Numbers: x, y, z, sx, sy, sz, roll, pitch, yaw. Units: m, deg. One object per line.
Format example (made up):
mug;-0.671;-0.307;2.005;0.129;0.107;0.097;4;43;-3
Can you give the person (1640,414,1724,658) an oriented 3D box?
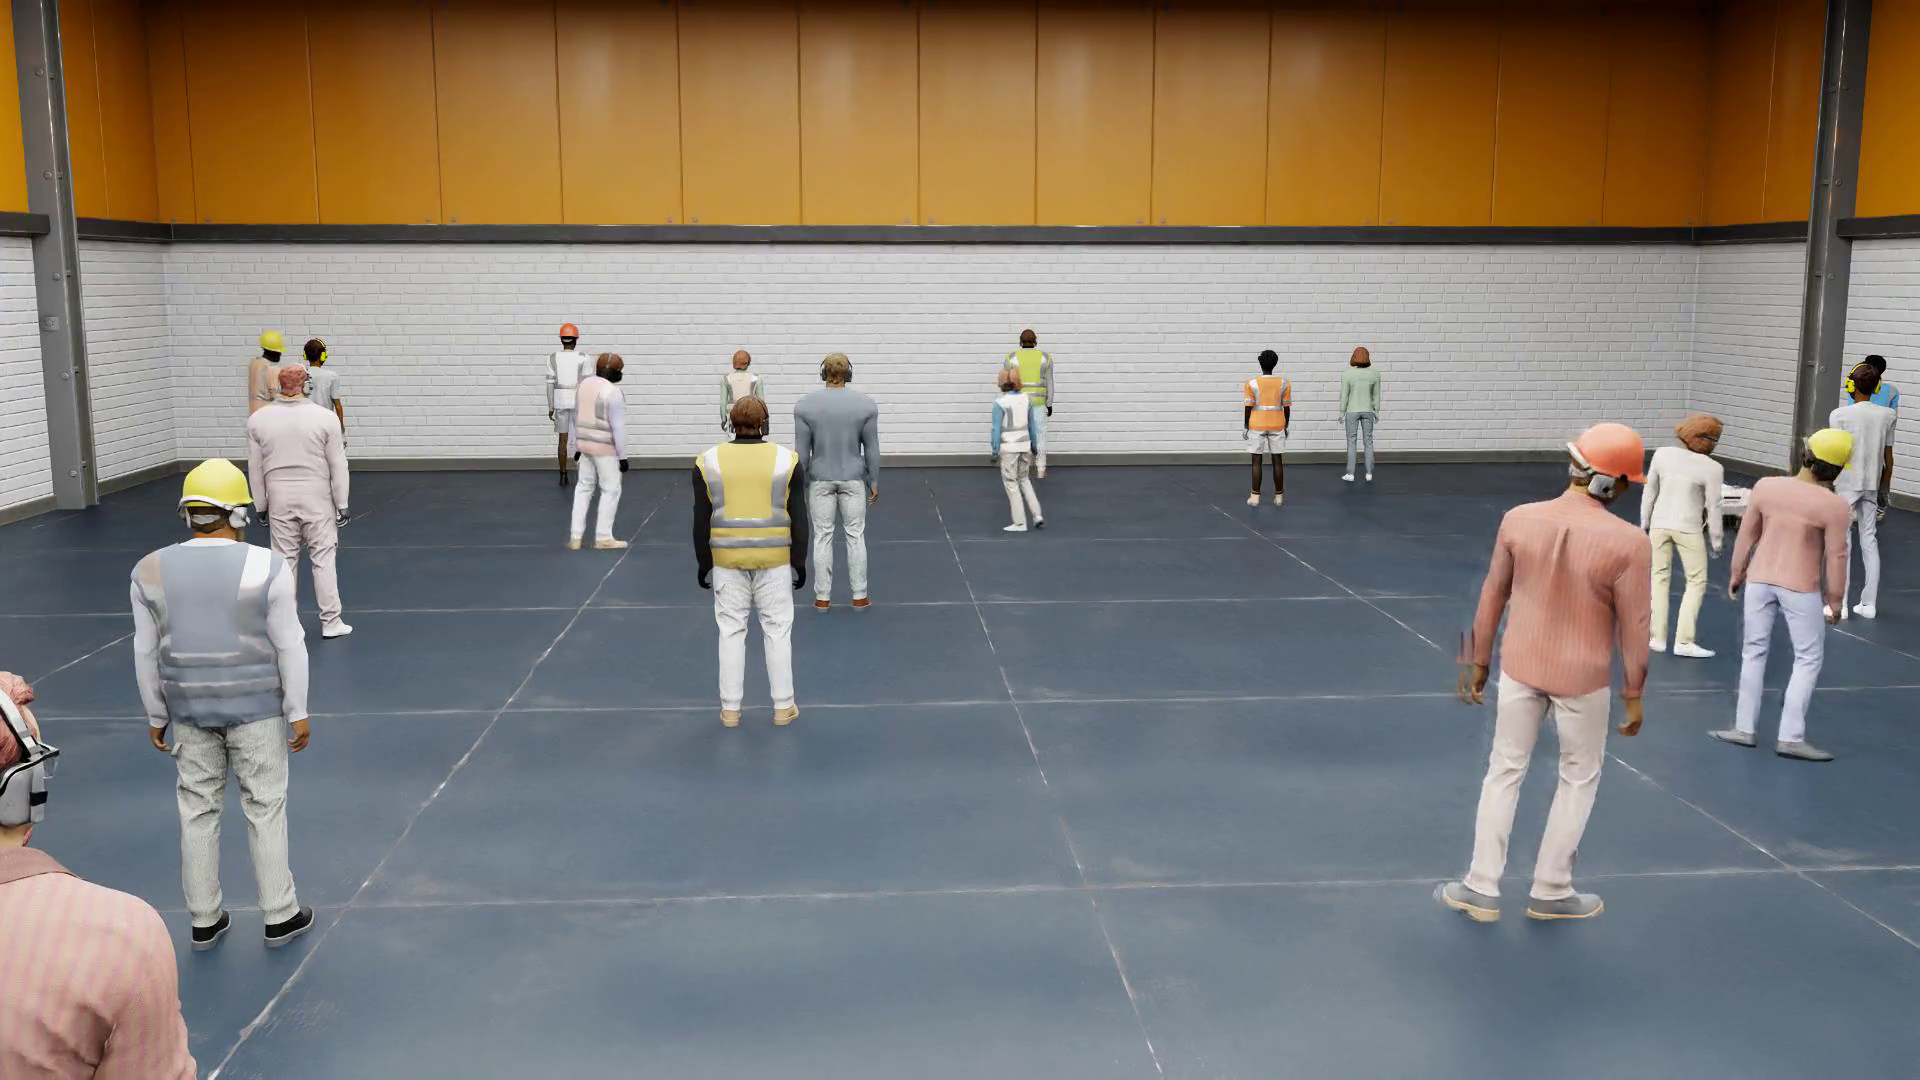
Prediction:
person;4.748;-0.028;10.937;0.368;1.599;0.595;-8;12;-42

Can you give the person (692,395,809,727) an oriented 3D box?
person;-1.156;0.119;9.237;0.634;1.841;0.429;-1;9;-4

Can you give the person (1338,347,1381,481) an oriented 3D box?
person;4.859;-1.531;20.243;0.507;1.632;0.267;-1;9;-4

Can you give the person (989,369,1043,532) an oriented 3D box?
person;0.549;-0.864;16.166;0.604;1.604;0.349;-9;12;-43

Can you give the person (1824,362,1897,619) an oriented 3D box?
person;6.525;-0.354;12.122;0.535;1.868;0.309;-1;9;-4

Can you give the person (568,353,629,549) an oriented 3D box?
person;-3.308;-0.802;15.183;0.725;1.808;0.491;8;12;41

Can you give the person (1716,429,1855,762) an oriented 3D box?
person;4.310;0.265;8.714;0.331;1.721;0.634;-8;12;-41

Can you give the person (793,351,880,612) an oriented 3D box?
person;-0.910;-0.425;12.348;0.635;1.937;0.353;-1;9;-4

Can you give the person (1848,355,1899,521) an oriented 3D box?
person;9.246;-1.033;16.921;0.540;1.695;0.317;-1;9;-4

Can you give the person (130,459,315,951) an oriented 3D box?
person;-2.714;0.612;6.175;0.601;1.827;0.403;-1;9;-4

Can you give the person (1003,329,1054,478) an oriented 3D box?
person;0.840;-1.676;20.512;0.634;1.839;0.429;-1;9;-4

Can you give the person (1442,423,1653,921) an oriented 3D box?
person;2.253;0.523;6.410;0.735;1.951;0.491;8;12;41

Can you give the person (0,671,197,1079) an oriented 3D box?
person;-1.475;1.144;2.596;0.652;1.906;0.402;-1;9;-4

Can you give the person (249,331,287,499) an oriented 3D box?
person;-7.678;-1.354;18.380;0.715;1.883;0.465;8;12;41

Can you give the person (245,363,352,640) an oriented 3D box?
person;-4.512;-0.260;11.418;0.652;1.904;0.402;-1;9;-4

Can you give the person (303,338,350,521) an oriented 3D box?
person;-6.431;-1.081;16.683;0.535;1.868;0.309;-1;9;-4

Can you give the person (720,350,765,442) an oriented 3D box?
person;-2.509;-1.369;19.209;0.523;1.638;0.310;-1;9;-4

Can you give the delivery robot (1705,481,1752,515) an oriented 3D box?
delivery robot;7.341;-0.404;16.253;0.707;0.478;0.477;-1;9;-4

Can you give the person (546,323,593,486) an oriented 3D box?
person;-4.626;-1.608;19.790;0.552;1.932;0.377;-1;9;-4

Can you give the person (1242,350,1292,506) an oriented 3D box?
person;3.322;-1.210;18.034;0.540;1.695;0.317;-1;9;-4
